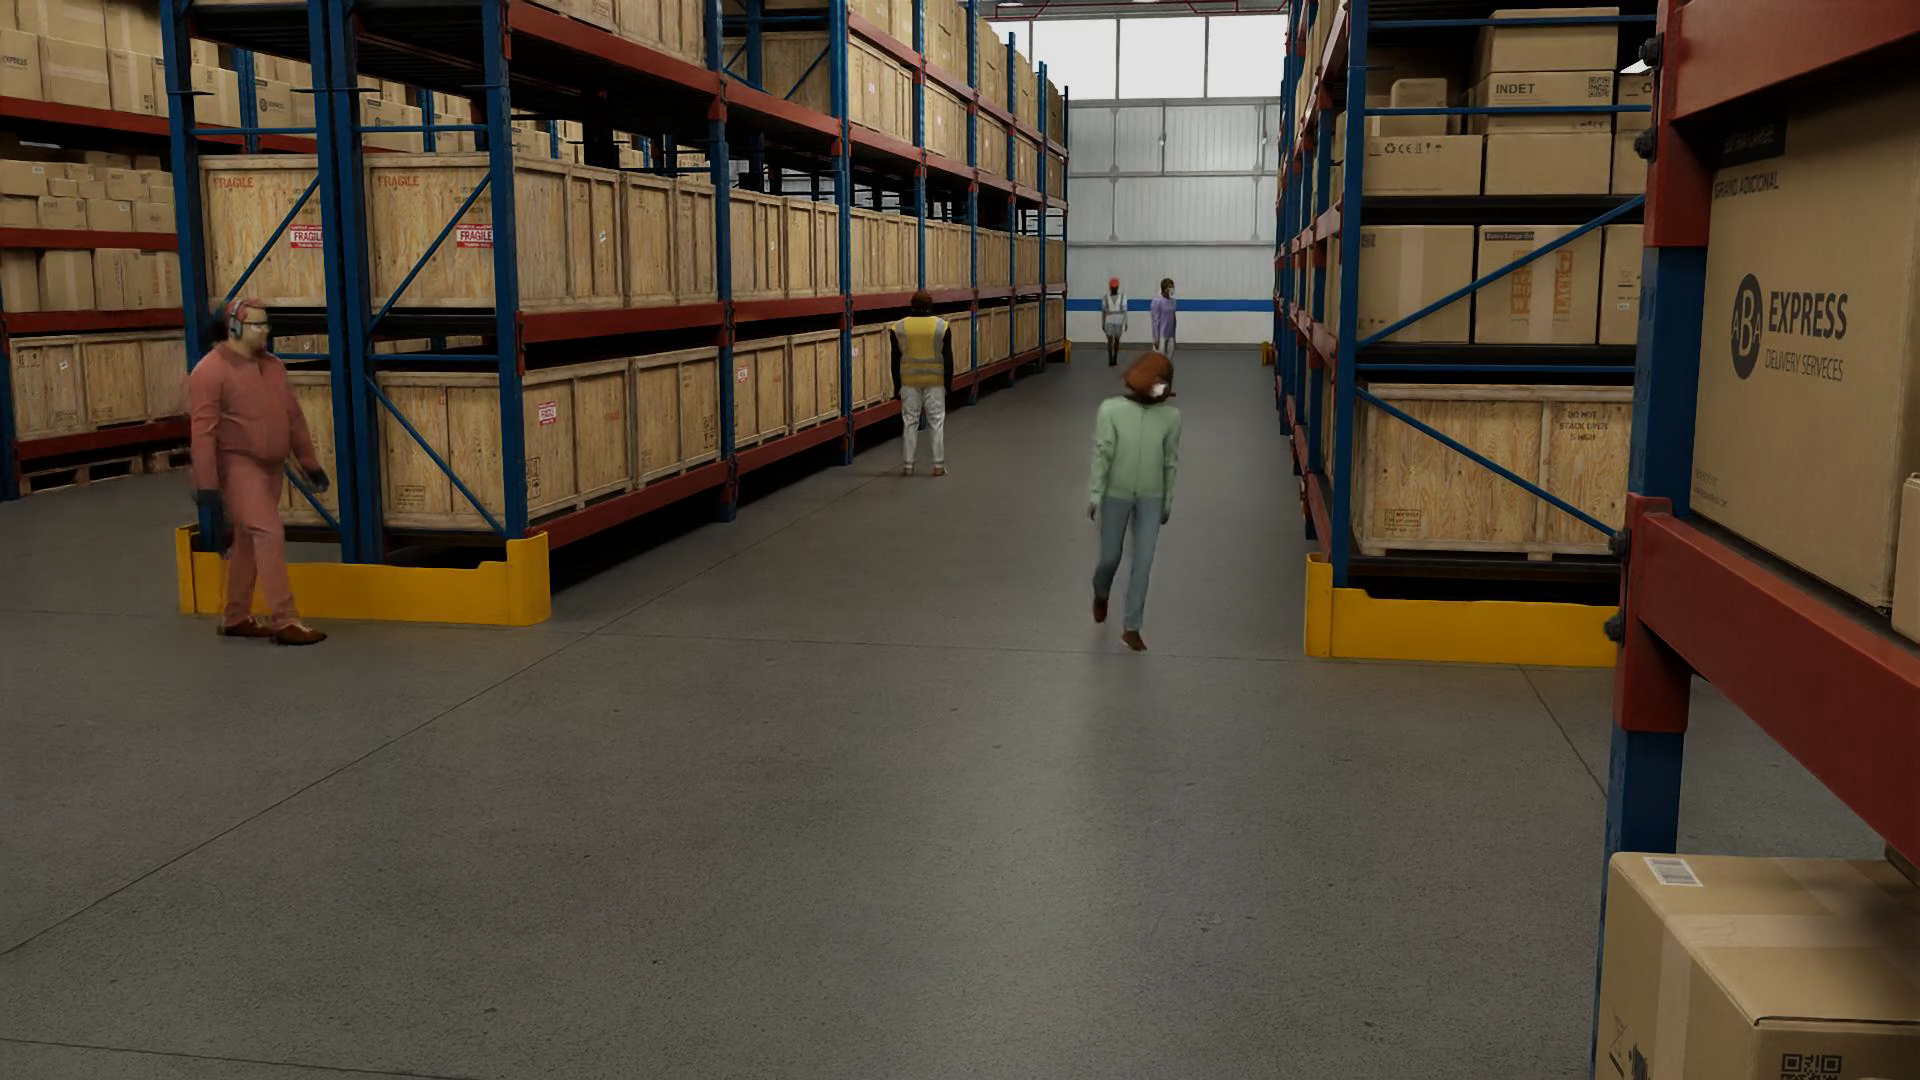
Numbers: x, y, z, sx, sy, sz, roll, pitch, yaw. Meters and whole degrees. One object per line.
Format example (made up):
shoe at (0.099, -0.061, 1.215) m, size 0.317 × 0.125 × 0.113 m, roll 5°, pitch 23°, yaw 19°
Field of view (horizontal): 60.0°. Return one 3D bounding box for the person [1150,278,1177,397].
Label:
person at (3.294, -3.261, 26.879) m, size 0.369 × 1.930 × 0.627 m, roll 7°, pitch 12°, yaw 38°

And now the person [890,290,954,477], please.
person at (-0.372, -1.538, 16.447) m, size 0.627 × 1.844 × 0.429 m, roll 0°, pitch 9°, yaw 2°

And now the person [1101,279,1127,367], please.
person at (3.317, -4.680, 35.841) m, size 0.548 × 1.890 × 1.000 m, roll 0°, pitch 9°, yaw 2°

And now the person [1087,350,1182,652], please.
person at (0.926, -0.234, 9.041) m, size 0.534 × 1.611 × 0.552 m, roll -2°, pitch 9°, yaw -9°

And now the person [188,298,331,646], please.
person at (-3.738, -0.363, 9.040) m, size 0.845 × 1.873 × 0.648 m, roll 2°, pitch 9°, yaw 11°
